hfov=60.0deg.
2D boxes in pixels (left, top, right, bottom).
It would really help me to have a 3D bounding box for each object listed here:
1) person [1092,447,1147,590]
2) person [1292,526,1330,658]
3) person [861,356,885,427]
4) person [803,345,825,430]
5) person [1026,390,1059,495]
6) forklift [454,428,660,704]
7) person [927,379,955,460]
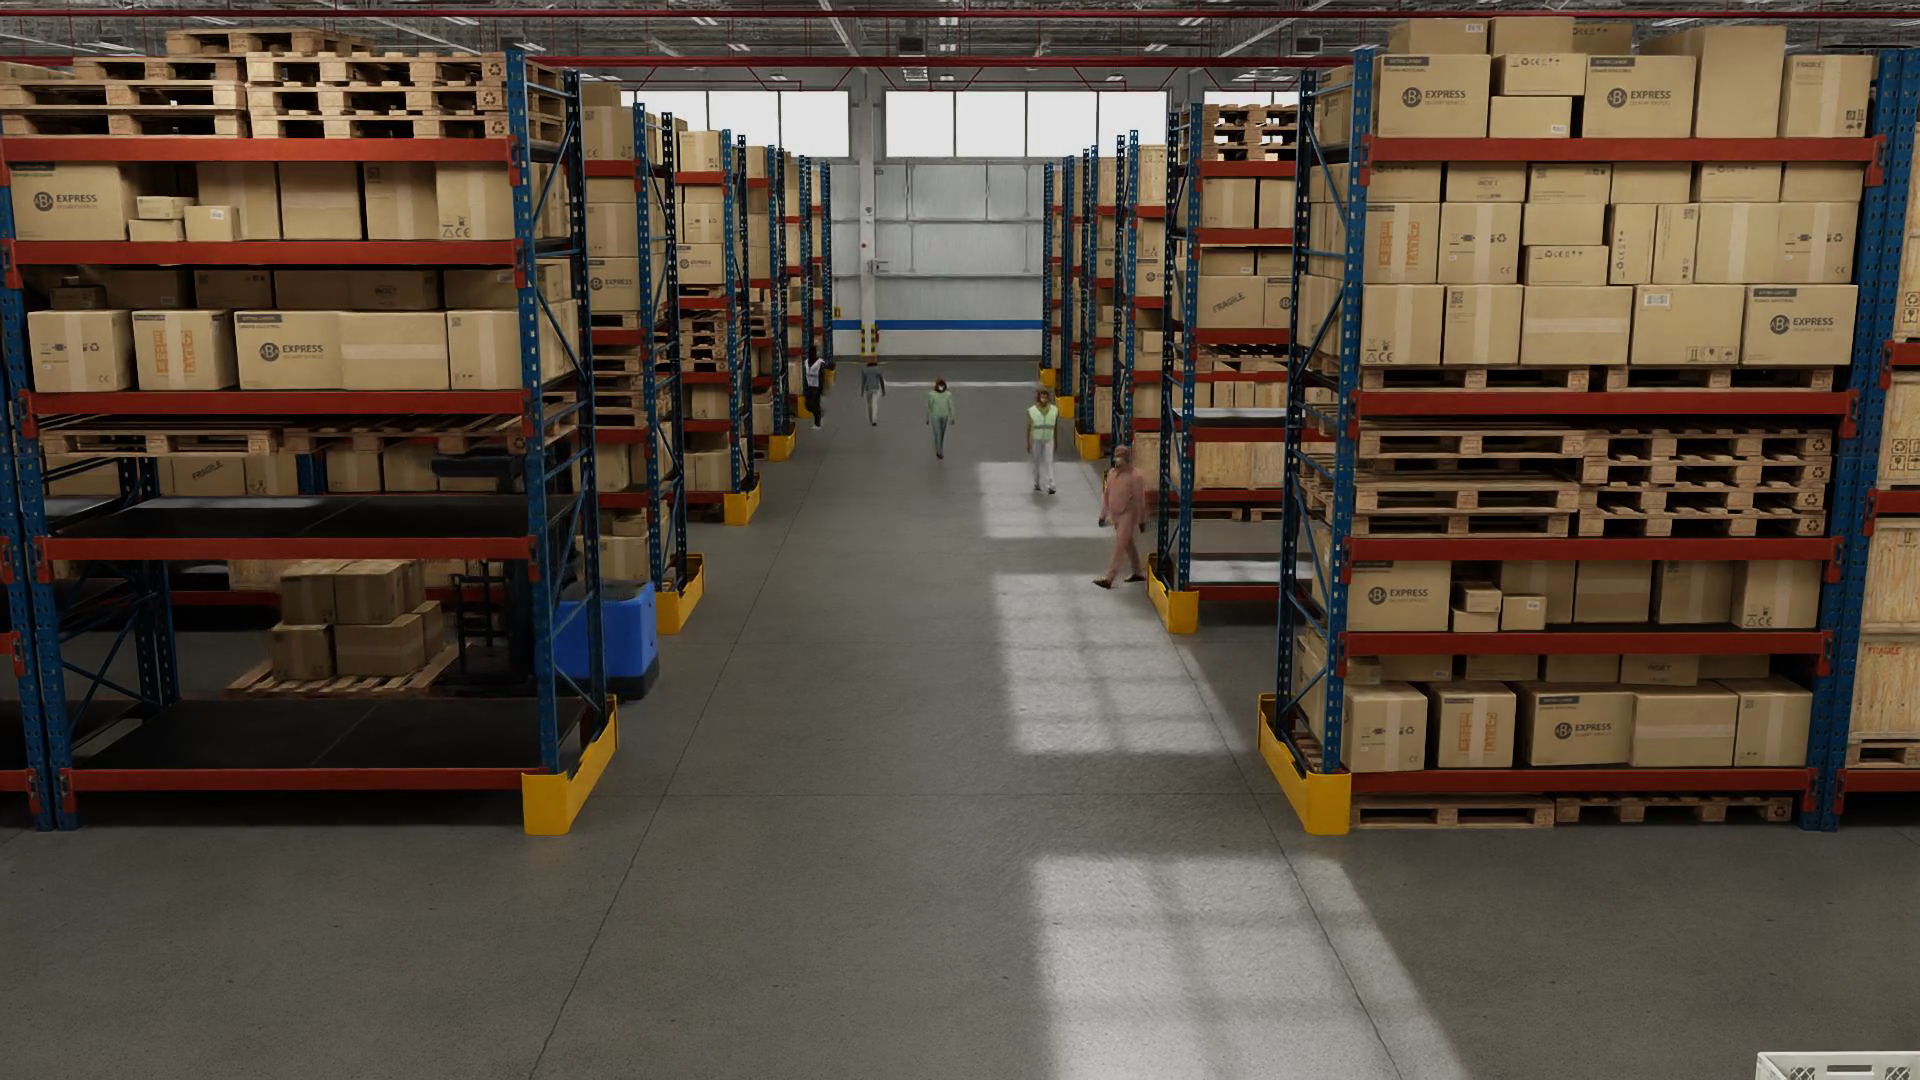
[{"bbox_3d":[2.089,-0.301,21.750,1.005,1.849,0.676,-7,13,-32],"label":"person"},{"bbox_3d":[4.093,0.497,18.121,0.889,1.723,0.536,1,11,7],"label":"person"},{"bbox_3d":[-1.968,-3.377,37.677,0.529,1.574,0.904,0,11,1],"label":"person"},{"bbox_3d":[-3.249,-3.392,36.938,0.606,1.897,0.458,10,15,40],"label":"person"},{"bbox_3d":[1.435,-1.702,28.835,0.583,1.795,0.999,-2,12,-10],"label":"person"},{"bbox_3d":[-4.090,0.181,16.805,1.873,2.768,1.129,0,11,-1],"label":"forklift"},{"bbox_3d":[-0.365,-2.370,32.639,0.522,1.581,0.843,-3,12,-16],"label":"person"}]
